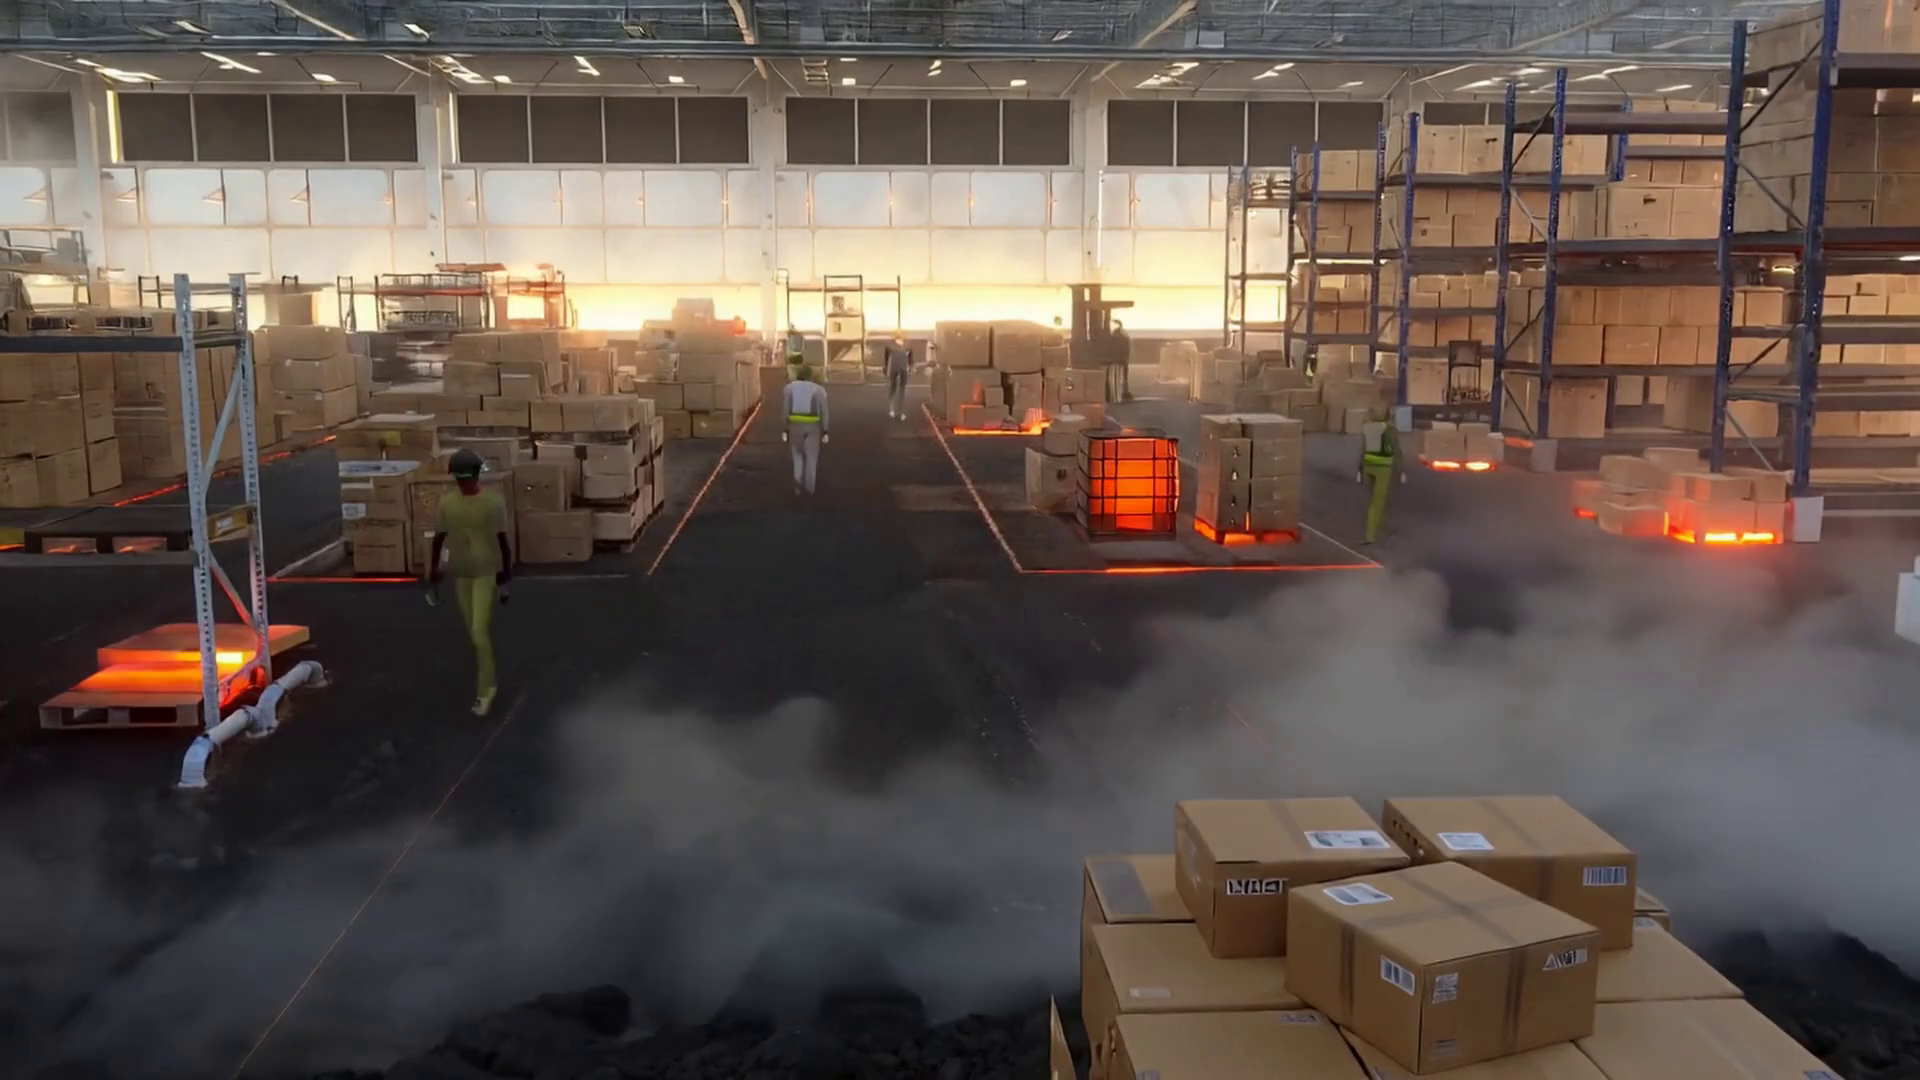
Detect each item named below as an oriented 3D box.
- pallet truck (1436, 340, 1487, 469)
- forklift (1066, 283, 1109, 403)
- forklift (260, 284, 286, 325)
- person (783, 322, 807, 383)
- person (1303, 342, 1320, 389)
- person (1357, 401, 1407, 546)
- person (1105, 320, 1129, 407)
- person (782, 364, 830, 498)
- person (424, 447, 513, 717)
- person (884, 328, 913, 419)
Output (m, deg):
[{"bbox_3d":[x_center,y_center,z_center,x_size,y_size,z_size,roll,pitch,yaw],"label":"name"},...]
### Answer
[{"bbox_3d":[8.004,-2.170,26.422,0.823,1.965,1.885,2,9,14],"label":"pallet truck"},{"bbox_3d":[2.987,-4.718,39.657,1.873,2.768,1.129,6,11,35],"label":"forklift"},{"bbox_3d":[-15.707,-4.501,38.293,1.873,2.768,1.129,-2,9,-10],"label":"forklift"},{"bbox_3d":[-3.924,-4.218,39.514,0.575,1.919,0.412,-4,10,-24],"label":"person"},{"bbox_3d":[7.405,-3.332,34.867,0.479,1.621,0.534,-1,9,-5],"label":"person"},{"bbox_3d":[4.777,-0.748,18.698,0.705,1.614,0.521,-6,11,-33],"label":"person"},{"bbox_3d":[3.606,-4.061,38.297,0.624,1.992,0.386,-6,11,-32],"label":"person"},{"bbox_3d":[-2.083,-1.482,22.630,0.658,1.828,0.483,2,9,10],"label":"person"},{"bbox_3d":[-3.426,0.285,11.514,0.529,1.841,0.777,2,9,11],"label":"person"},{"bbox_3d":[-1.319,-3.543,35.327,0.635,1.914,0.807,-2,9,-15],"label":"person"}]
